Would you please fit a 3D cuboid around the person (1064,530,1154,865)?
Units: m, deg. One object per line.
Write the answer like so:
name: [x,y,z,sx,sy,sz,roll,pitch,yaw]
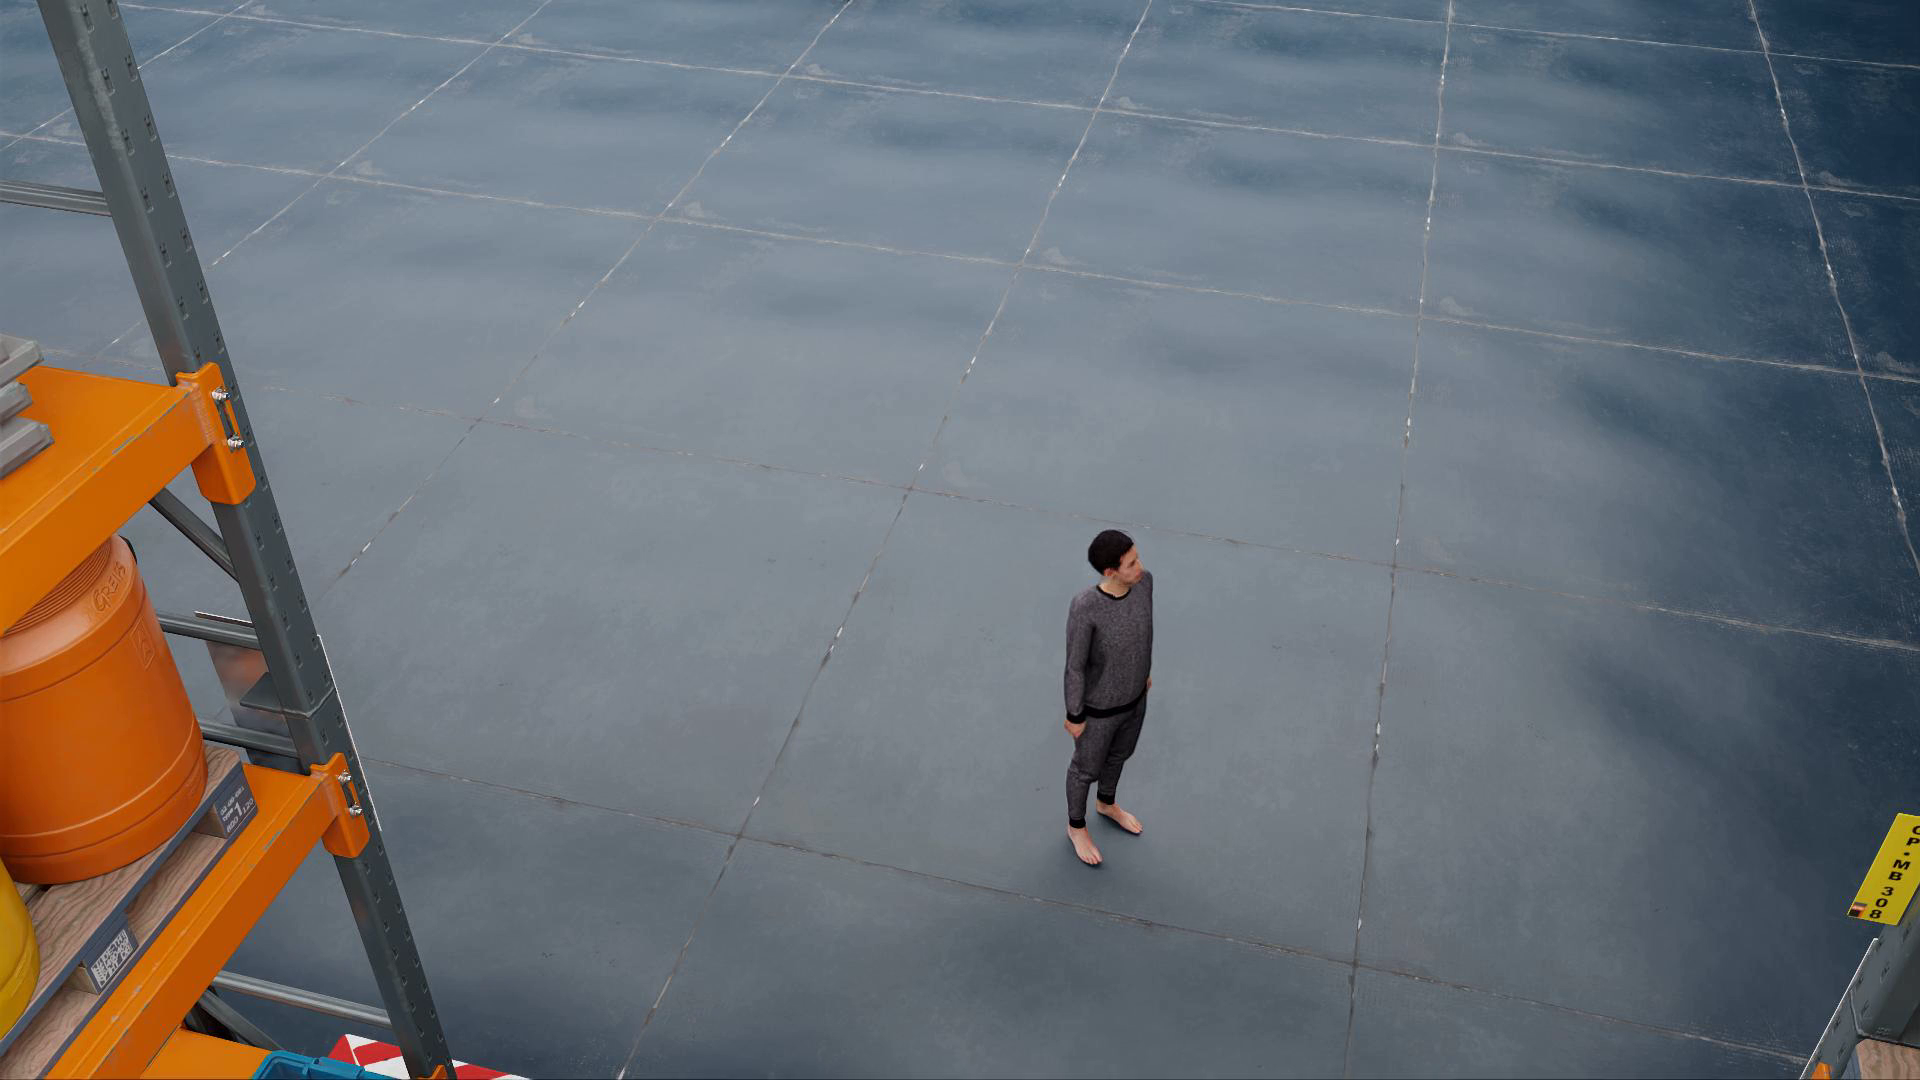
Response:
person: [0.688,0.696,7.687,0.706,1.843,0.826,-28,46,-31]
